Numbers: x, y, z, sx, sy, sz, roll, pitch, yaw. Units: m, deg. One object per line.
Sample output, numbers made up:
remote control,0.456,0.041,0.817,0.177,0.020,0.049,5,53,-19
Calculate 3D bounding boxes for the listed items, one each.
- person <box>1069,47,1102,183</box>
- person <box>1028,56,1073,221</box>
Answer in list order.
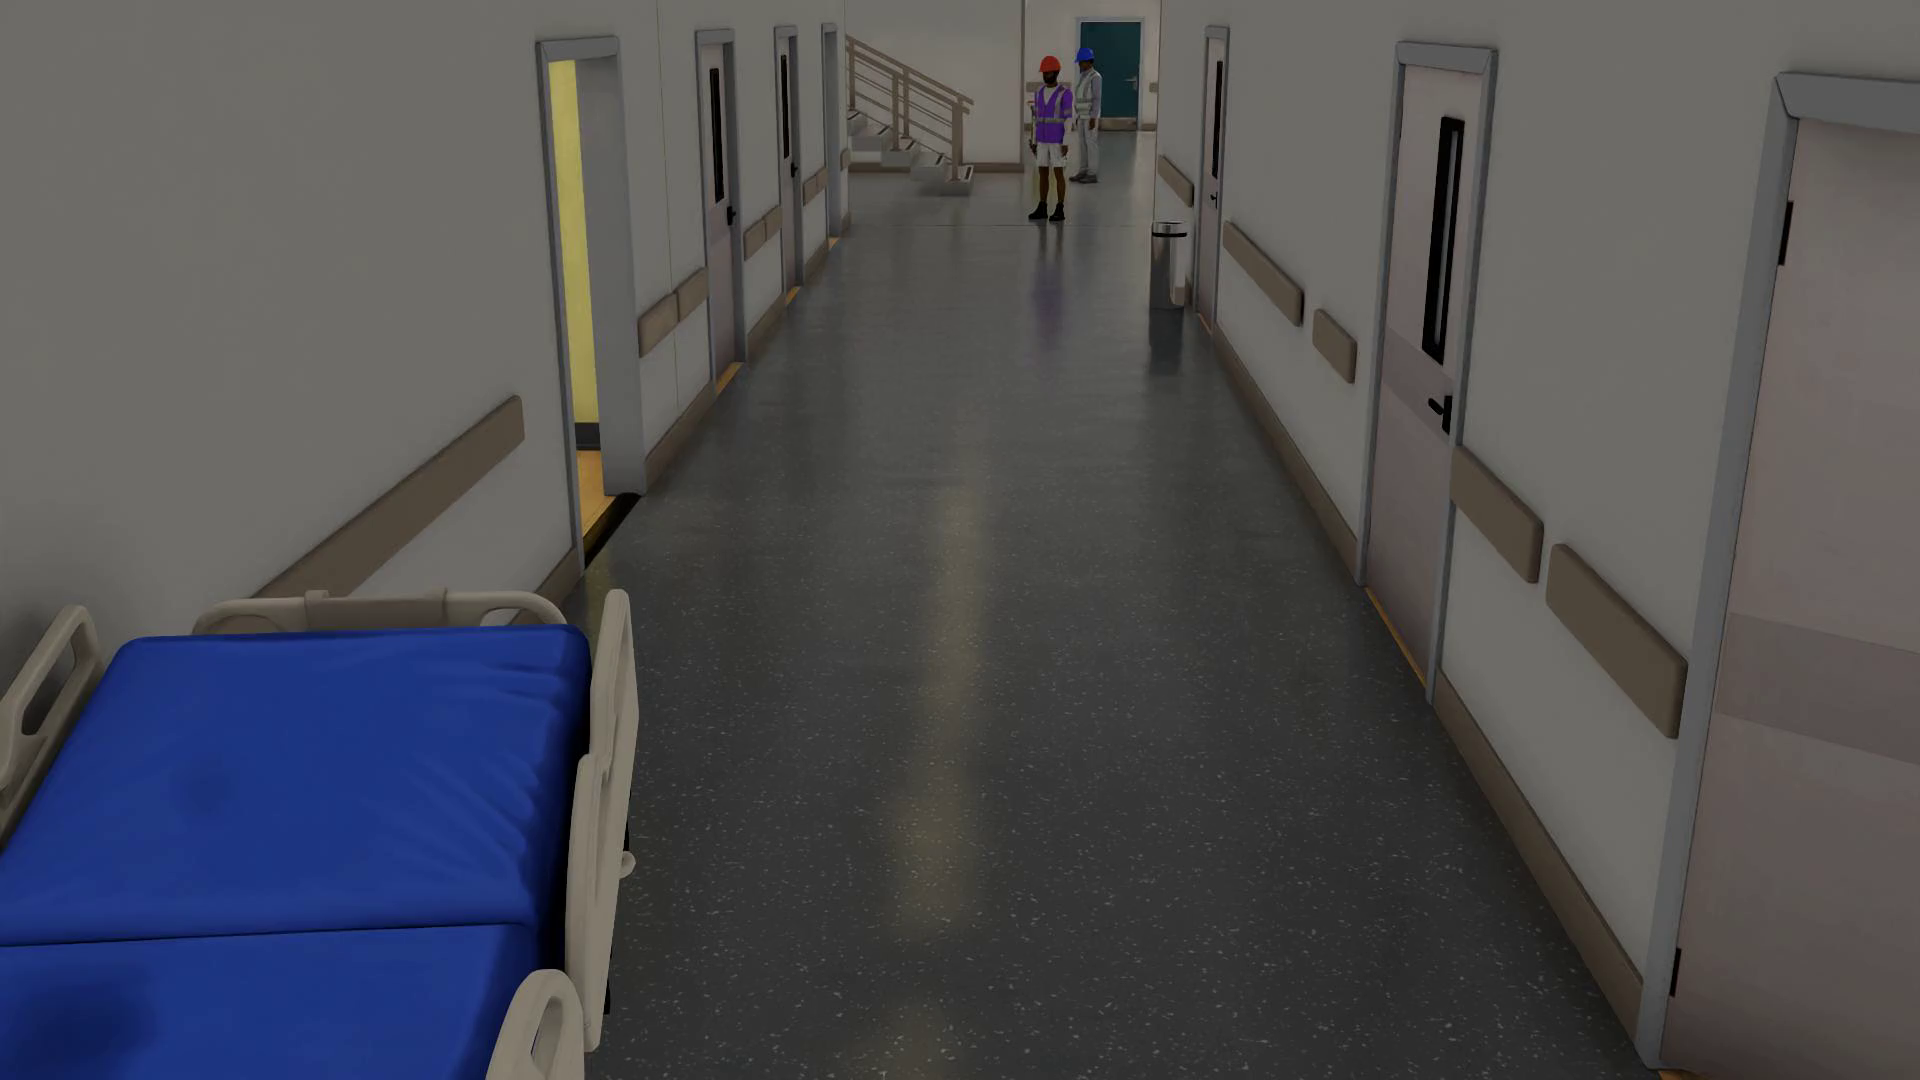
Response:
person,1.857,-6.225,24.426,0.402,1.937,0.603,-7,19,-20
person,1.083,-4.825,20.026,0.548,1.938,0.358,13,22,36
